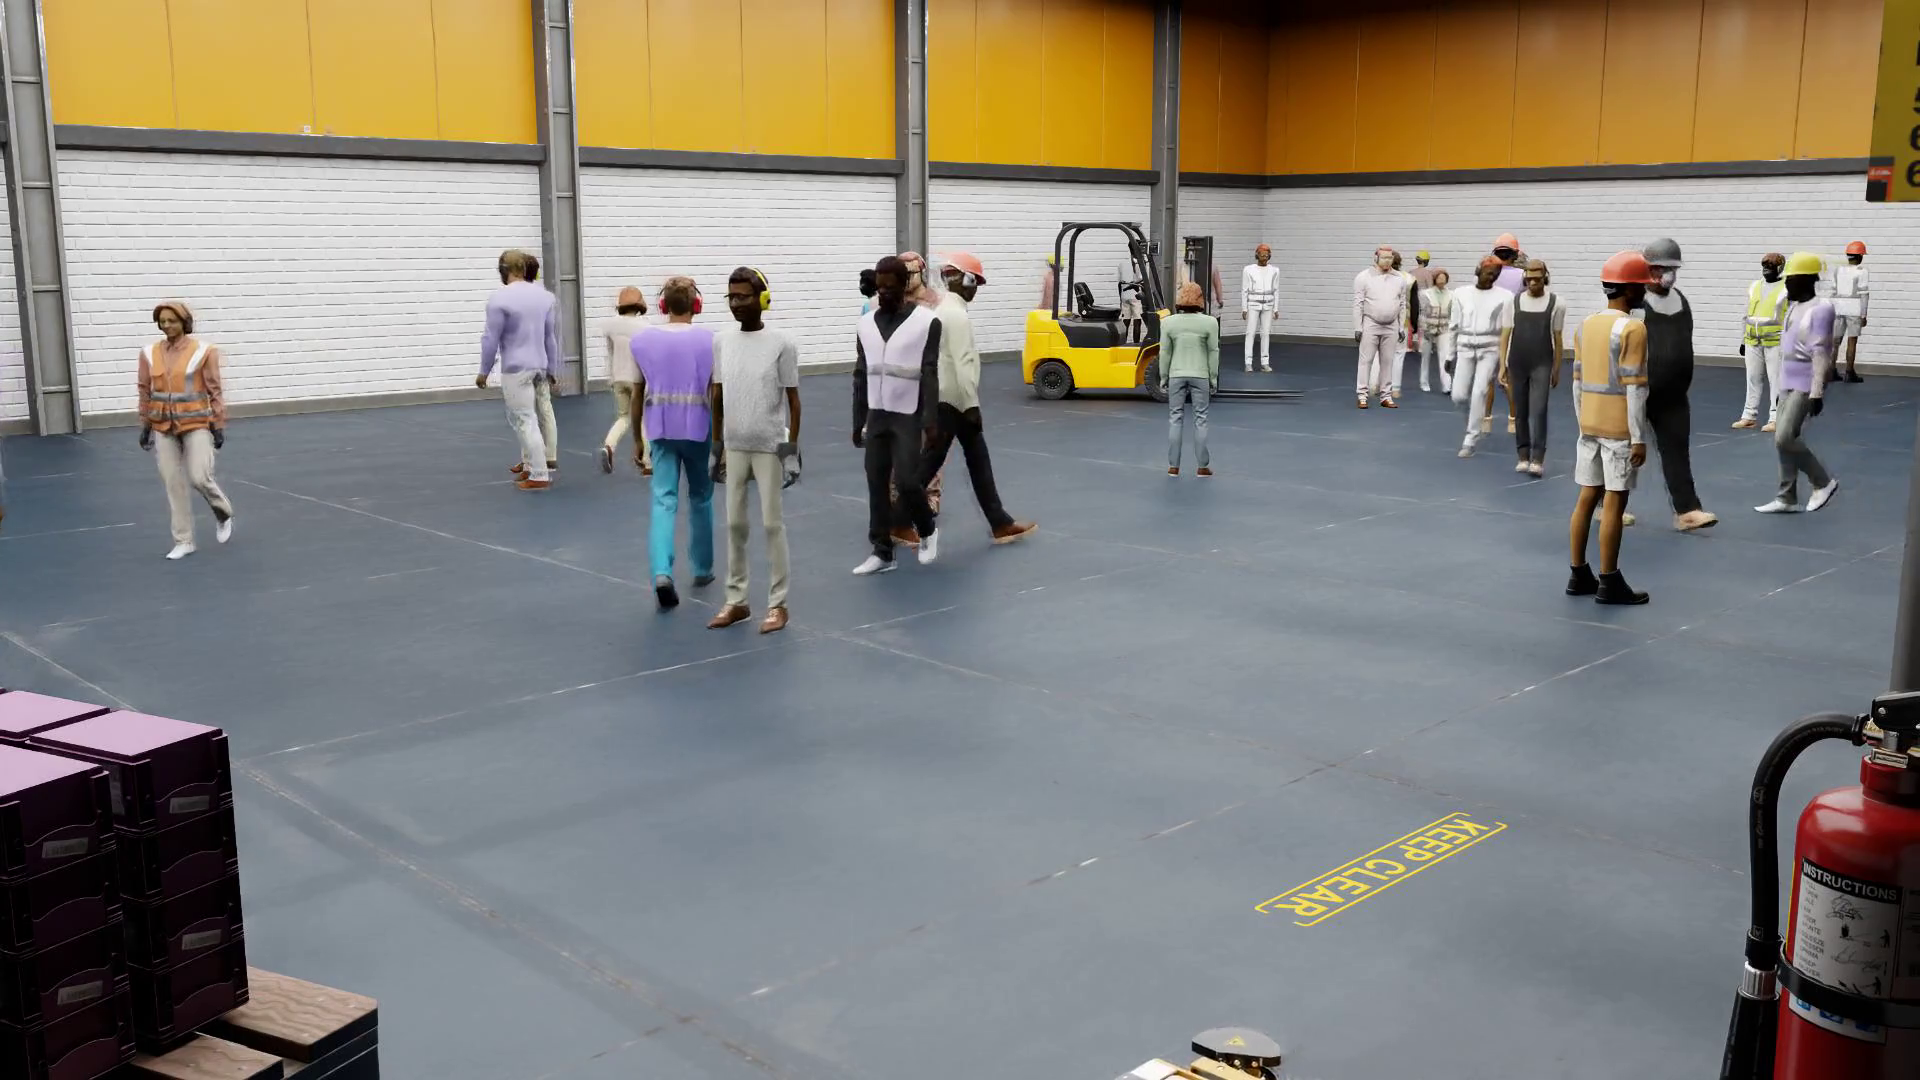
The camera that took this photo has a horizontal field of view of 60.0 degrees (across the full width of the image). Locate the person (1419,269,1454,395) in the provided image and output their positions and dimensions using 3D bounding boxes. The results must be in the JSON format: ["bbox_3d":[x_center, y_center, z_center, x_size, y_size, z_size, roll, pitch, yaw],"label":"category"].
[{"bbox_3d":[6.098,-2.657,21.259,0.510,1.586,0.869,0,10,2],"label":"person"}]

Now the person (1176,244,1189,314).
[{"bbox_3d":[3.731,-3.832,26.795,0.589,1.907,0.448,10,14,44],"label":"person"}]

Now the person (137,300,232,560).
[{"bbox_3d":[-4.896,-0.702,10.505,0.526,1.624,0.447,1,10,3],"label":"person"}]

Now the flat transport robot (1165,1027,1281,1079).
[{"bbox_3d":[0.354,1.328,3.133,0.652,0.197,1.431,10,14,43],"label":"flat transport robot"}]

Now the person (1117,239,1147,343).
[{"bbox_3d":[2.873,-3.990,27.502,0.361,1.965,0.613,-9,14,-42],"label":"person"}]

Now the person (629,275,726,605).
[{"bbox_3d":[-1.561,-0.564,9.259,0.577,1.811,0.917,0,10,0],"label":"person"}]

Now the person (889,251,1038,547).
[{"bbox_3d":[-0.015,-0.904,10.823,1.023,1.928,0.650,0,10,-2],"label":"person"}]

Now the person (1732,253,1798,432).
[{"bbox_3d":[8.366,-2.045,17.239,0.429,1.842,0.635,-6,12,-30],"label":"person"}]

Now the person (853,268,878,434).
[{"bbox_3d":[-0.897,-1.895,16.829,0.368,1.684,0.555,1,10,7],"label":"person"}]

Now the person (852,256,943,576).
[{"bbox_3d":[-0.379,-0.737,9.924,0.626,1.905,0.465,6,12,31],"label":"person"}]

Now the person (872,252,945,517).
[{"bbox_3d":[-0.352,-1.111,11.976,0.652,1.904,0.403,2,11,11],"label":"person"}]

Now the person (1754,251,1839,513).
[{"bbox_3d":[6.055,-1.115,11.988,0.450,1.904,0.606,1,10,3],"label":"person"}]

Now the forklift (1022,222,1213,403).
[{"bbox_3d":[1.935,-2.847,20.651,2.313,2.155,1.214,2,11,13],"label":"forklift"}]

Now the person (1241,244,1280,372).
[{"bbox_3d":[4.461,-3.435,24.702,0.574,1.886,0.356,-1,10,-8],"label":"person"}]

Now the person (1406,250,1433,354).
[{"bbox_3d":[7.908,-4.085,28.572,0.326,1.767,0.533,-8,13,-37],"label":"person"}]

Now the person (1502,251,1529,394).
[{"bbox_3d":[7.139,-2.815,21.494,0.674,1.842,0.927,-1,10,-5],"label":"person"}]

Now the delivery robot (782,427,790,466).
[{"bbox_3d":[-1.647,-0.874,14.109,0.477,0.478,0.707,-3,11,-15],"label":"delivery robot"}]

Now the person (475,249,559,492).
[{"bbox_3d":[-3.501,-1.325,13.125,0.608,1.910,0.621,4,11,23],"label":"person"}]

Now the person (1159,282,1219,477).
[{"bbox_3d":[1.921,-1.340,13.960,0.498,1.634,0.282,3,11,15],"label":"person"}]

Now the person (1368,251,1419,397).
[{"bbox_3d":[5.385,-2.685,20.773,0.655,1.838,0.438,3,11,17],"label":"person"}]

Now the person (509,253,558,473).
[{"bbox_3d":[-3.667,-1.496,14.181,0.328,1.867,0.513,10,14,43],"label":"person"}]

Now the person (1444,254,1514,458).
[{"bbox_3d":[4.749,-1.683,15.221,0.604,1.856,0.497,7,12,33],"label":"person"}]

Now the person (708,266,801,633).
[{"bbox_3d":[-1.060,-0.457,8.512,0.531,1.868,0.313,4,11,20],"label":"person"}]

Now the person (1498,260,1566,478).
[{"bbox_3d":[4.769,-1.428,13.957,0.496,1.801,0.886,6,12,28],"label":"person"}]

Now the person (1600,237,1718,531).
[{"bbox_3d":[4.775,-1.063,11.343,0.708,2.000,0.955,-3,11,-18],"label":"person"}]

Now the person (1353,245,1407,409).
[{"bbox_3d":[4.923,-2.488,19.477,0.643,1.908,0.411,-1,10,-8],"label":"person"}]

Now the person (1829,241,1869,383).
[{"bbox_3d":[12.269,-3.137,22.931,0.361,1.938,0.545,-5,12,-27],"label":"person"}]

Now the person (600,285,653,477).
[{"bbox_3d":[-2.765,-1.313,13.851,0.522,1.615,0.529,5,12,26],"label":"person"}]

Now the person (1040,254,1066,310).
[{"bbox_3d":[1.461,-3.512,25.499,0.661,1.734,0.546,4,11,20],"label":"person"}]

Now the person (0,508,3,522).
[{"bbox_3d":[-4.362,-0.189,6.961,0.556,1.897,0.671,0,10,-1],"label":"person"}]

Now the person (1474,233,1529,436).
[{"bbox_3d":[5.481,-2.072,16.840,0.615,2.039,0.386,1,10,8],"label":"person"}]

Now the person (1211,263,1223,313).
[{"bbox_3d":[4.049,-4.014,27.994,0.659,1.852,1.034,4,11,22],"label":"person"}]

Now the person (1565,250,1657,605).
[{"bbox_3d":[3.609,-0.616,9.183,0.360,1.939,0.543,-3,11,-16],"label":"person"}]
